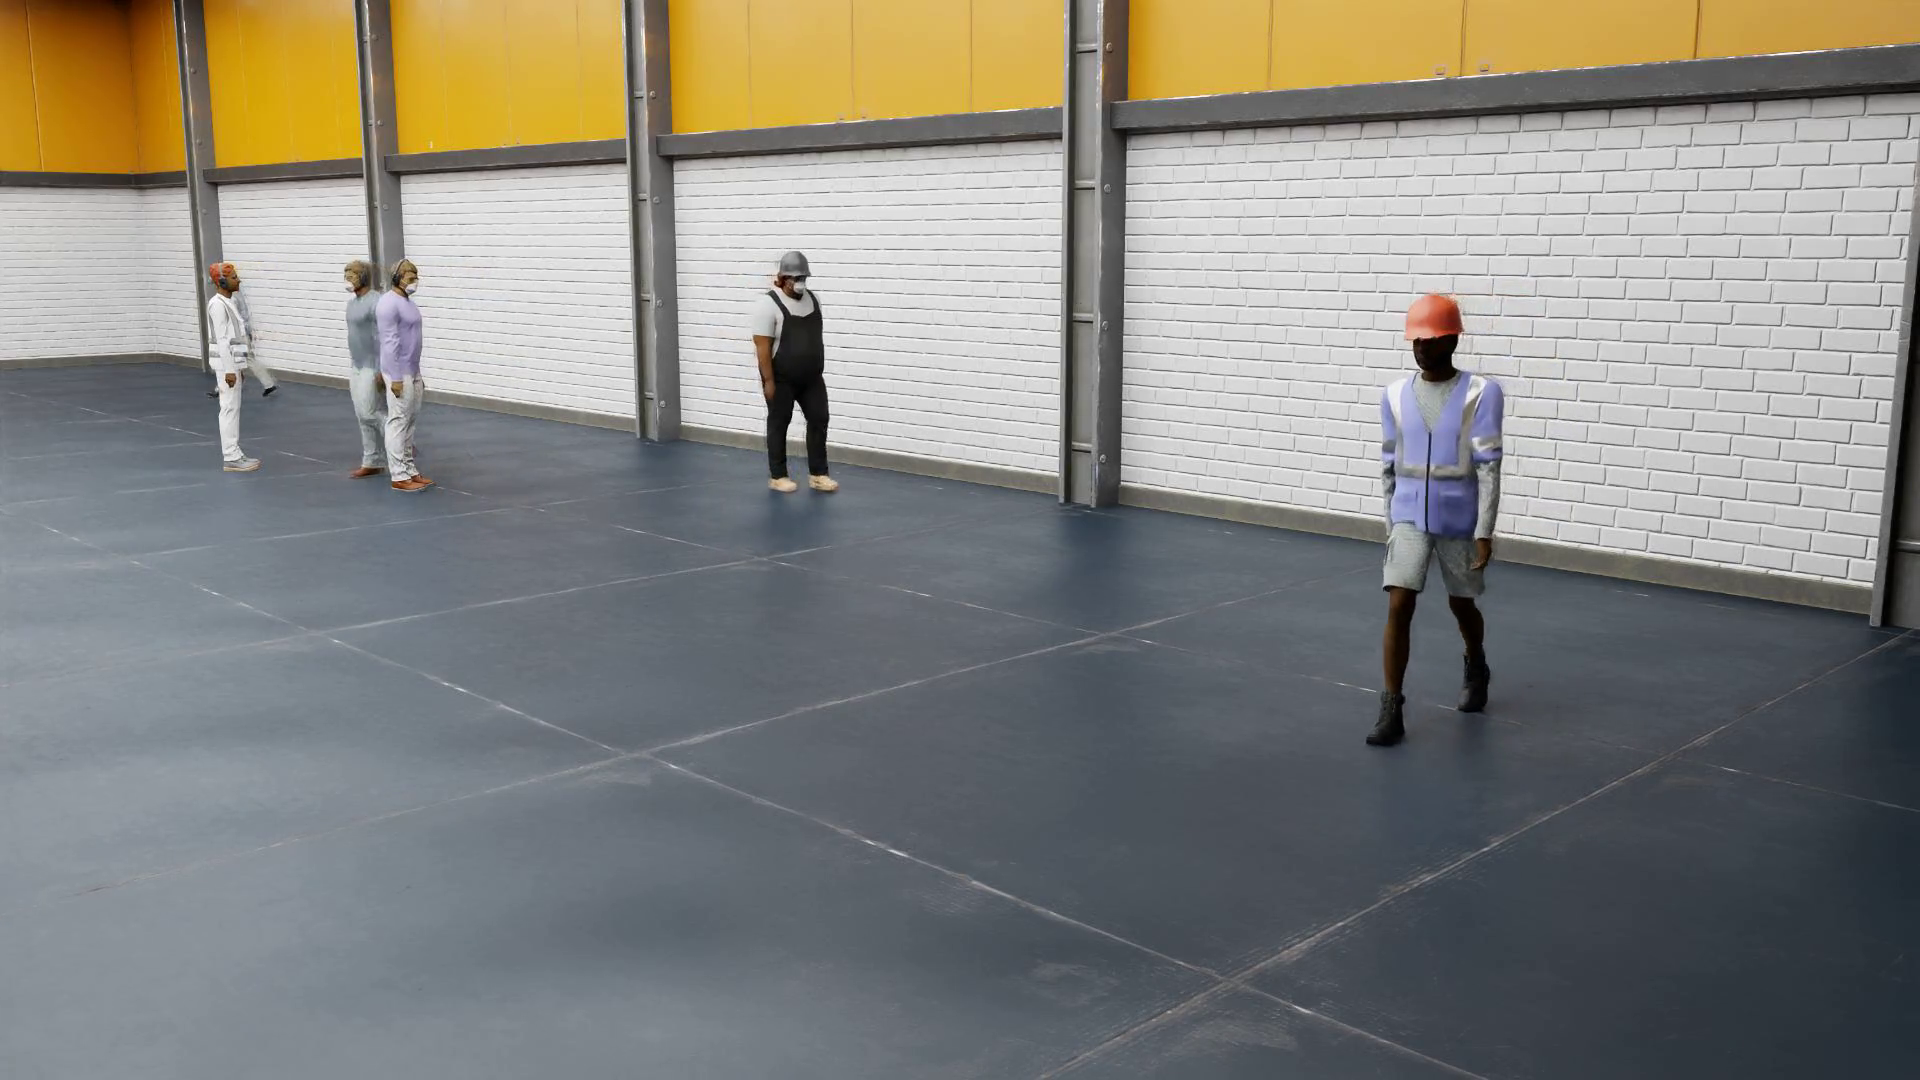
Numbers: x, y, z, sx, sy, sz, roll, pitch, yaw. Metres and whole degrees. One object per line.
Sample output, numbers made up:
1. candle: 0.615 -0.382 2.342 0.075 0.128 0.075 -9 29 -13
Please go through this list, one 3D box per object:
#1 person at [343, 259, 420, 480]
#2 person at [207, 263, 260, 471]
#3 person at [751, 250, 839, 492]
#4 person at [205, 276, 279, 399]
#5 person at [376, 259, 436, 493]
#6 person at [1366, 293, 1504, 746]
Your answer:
1. person: -5.145 -1.483 14.564 0.490 1.925 0.627 -9 14 -40
2. person: -6.634 -1.572 15.143 0.355 1.885 0.575 -3 11 -18
3. person: -1.349 -1.386 13.700 0.716 2.000 0.745 -9 14 -42
4. person: -9.456 -2.737 21.837 0.895 1.771 0.630 -4 11 -21
5. person: -4.643 -1.370 13.909 0.370 1.934 0.627 0 10 -1
6. person: 2.076 -0.112 7.165 0.555 1.903 0.950 7 12 33
